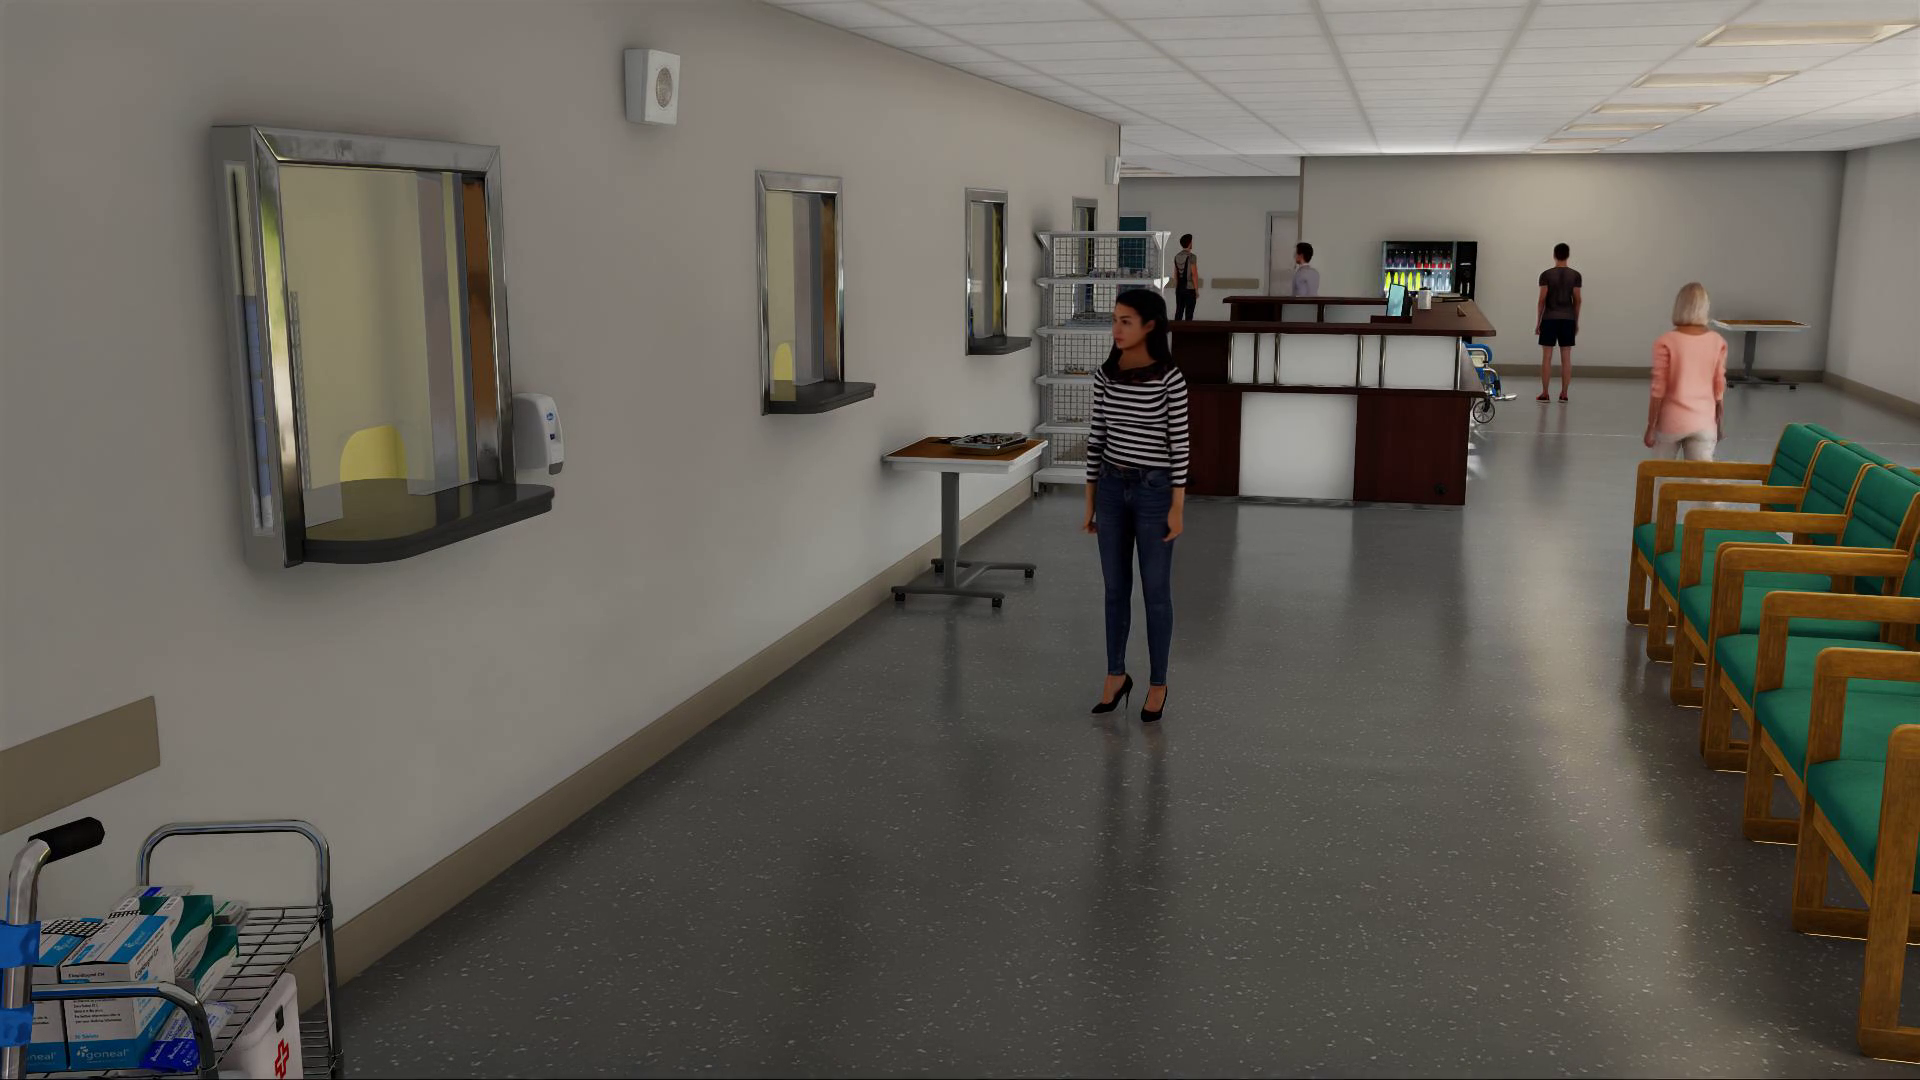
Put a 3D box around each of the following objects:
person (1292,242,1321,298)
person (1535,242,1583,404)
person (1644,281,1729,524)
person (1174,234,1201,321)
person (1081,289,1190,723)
[{"bbox_3d":[4.181,-2.582,19.787,1.303,1.800,1.039,9,14,40],"label":"person"},{"bbox_3d":[6.970,-2.533,19.385,0.531,1.854,0.733,1,11,6],"label":"person"},{"bbox_3d":[4.431,-0.678,10.059,1.101,1.686,0.854,0,11,1],"label":"person"},{"bbox_3d":[3.934,-4.369,28.947,0.676,1.897,0.791,10,15,44],"label":"person"},{"bbox_3d":[0.734,-0.137,6.873,0.551,1.795,0.717,7,13,34],"label":"person"}]
